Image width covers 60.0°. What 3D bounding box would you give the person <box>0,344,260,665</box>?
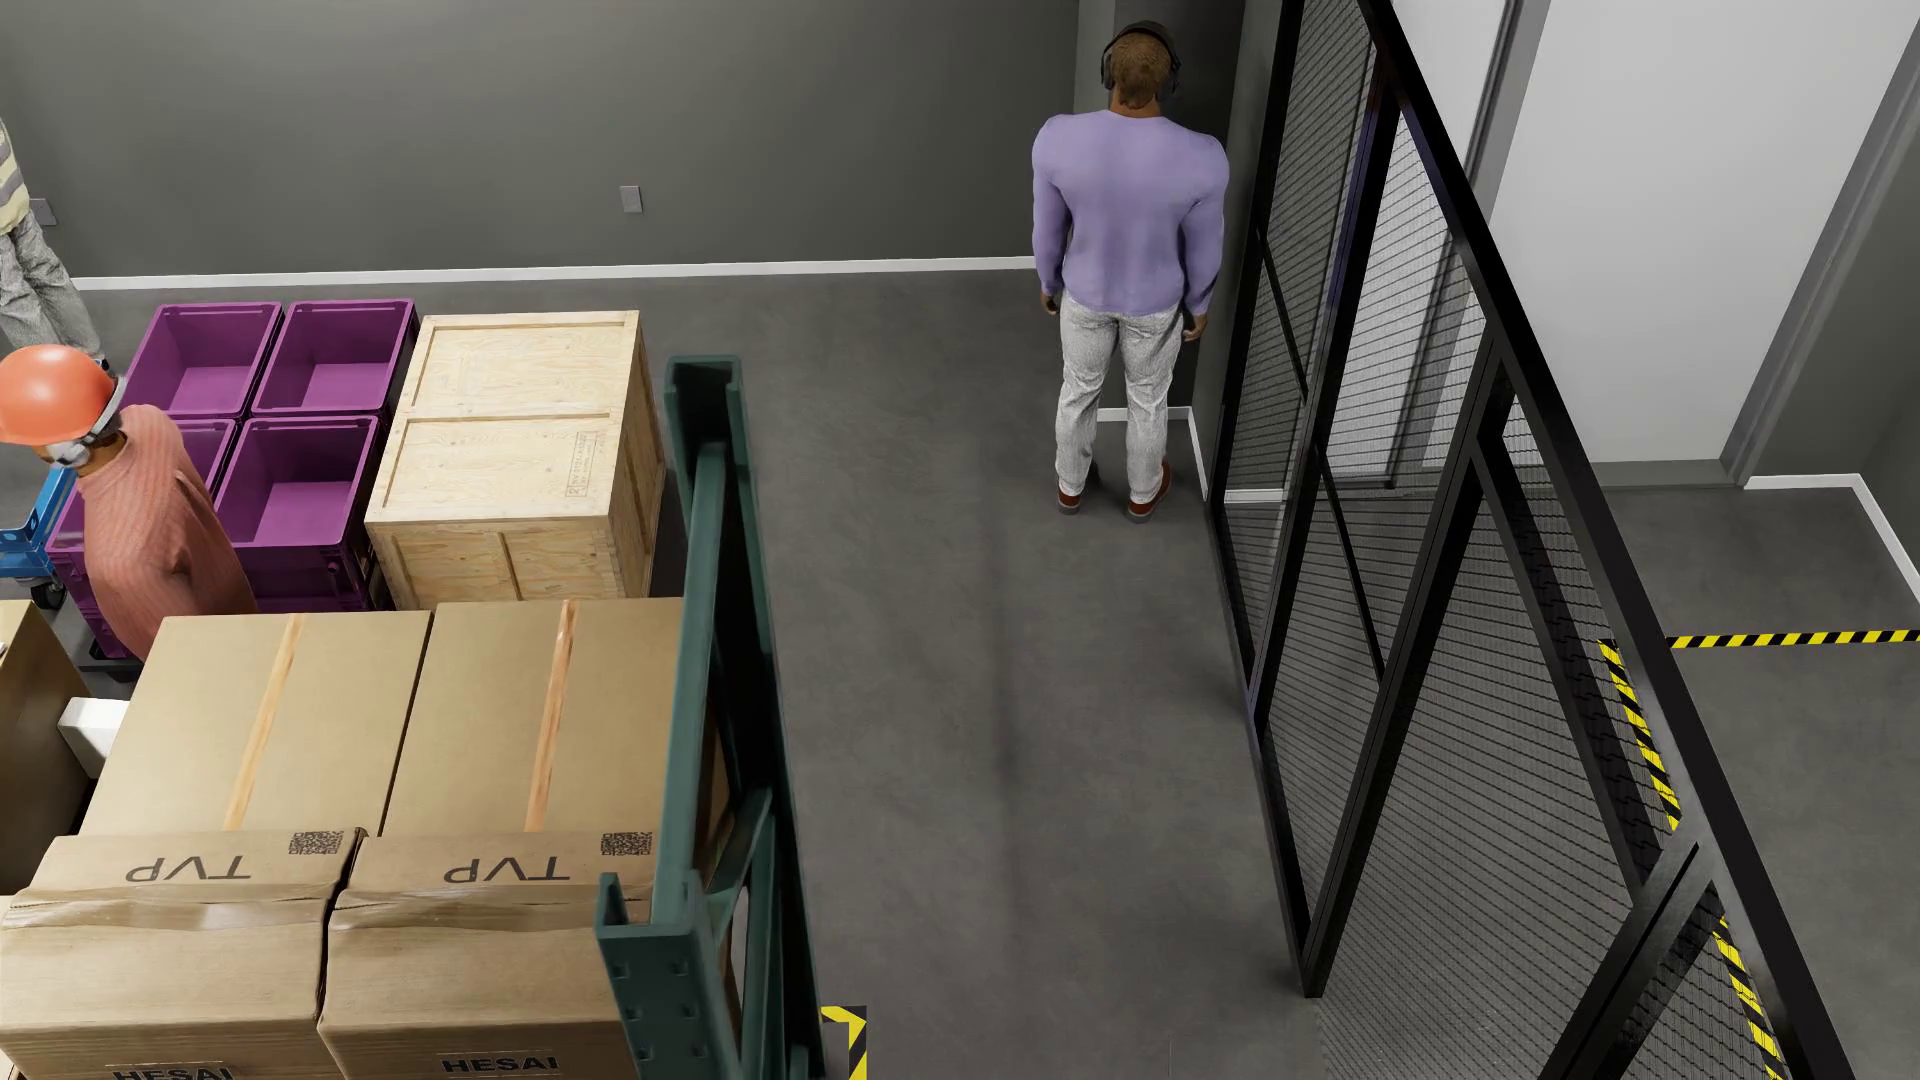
[{"bbox_3d":[-2.065,0.262,4.469,0.397,1.990,0.622,-12,48,-11],"label":"person"}]

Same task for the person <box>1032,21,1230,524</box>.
[{"bbox_3d":[0.541,-0.833,5.552,0.631,1.940,0.372,10,47,9],"label":"person"}]

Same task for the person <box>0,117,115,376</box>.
[{"bbox_3d":[-3.546,-1.183,5.957,0.404,1.833,0.592,2,46,2],"label":"person"}]
